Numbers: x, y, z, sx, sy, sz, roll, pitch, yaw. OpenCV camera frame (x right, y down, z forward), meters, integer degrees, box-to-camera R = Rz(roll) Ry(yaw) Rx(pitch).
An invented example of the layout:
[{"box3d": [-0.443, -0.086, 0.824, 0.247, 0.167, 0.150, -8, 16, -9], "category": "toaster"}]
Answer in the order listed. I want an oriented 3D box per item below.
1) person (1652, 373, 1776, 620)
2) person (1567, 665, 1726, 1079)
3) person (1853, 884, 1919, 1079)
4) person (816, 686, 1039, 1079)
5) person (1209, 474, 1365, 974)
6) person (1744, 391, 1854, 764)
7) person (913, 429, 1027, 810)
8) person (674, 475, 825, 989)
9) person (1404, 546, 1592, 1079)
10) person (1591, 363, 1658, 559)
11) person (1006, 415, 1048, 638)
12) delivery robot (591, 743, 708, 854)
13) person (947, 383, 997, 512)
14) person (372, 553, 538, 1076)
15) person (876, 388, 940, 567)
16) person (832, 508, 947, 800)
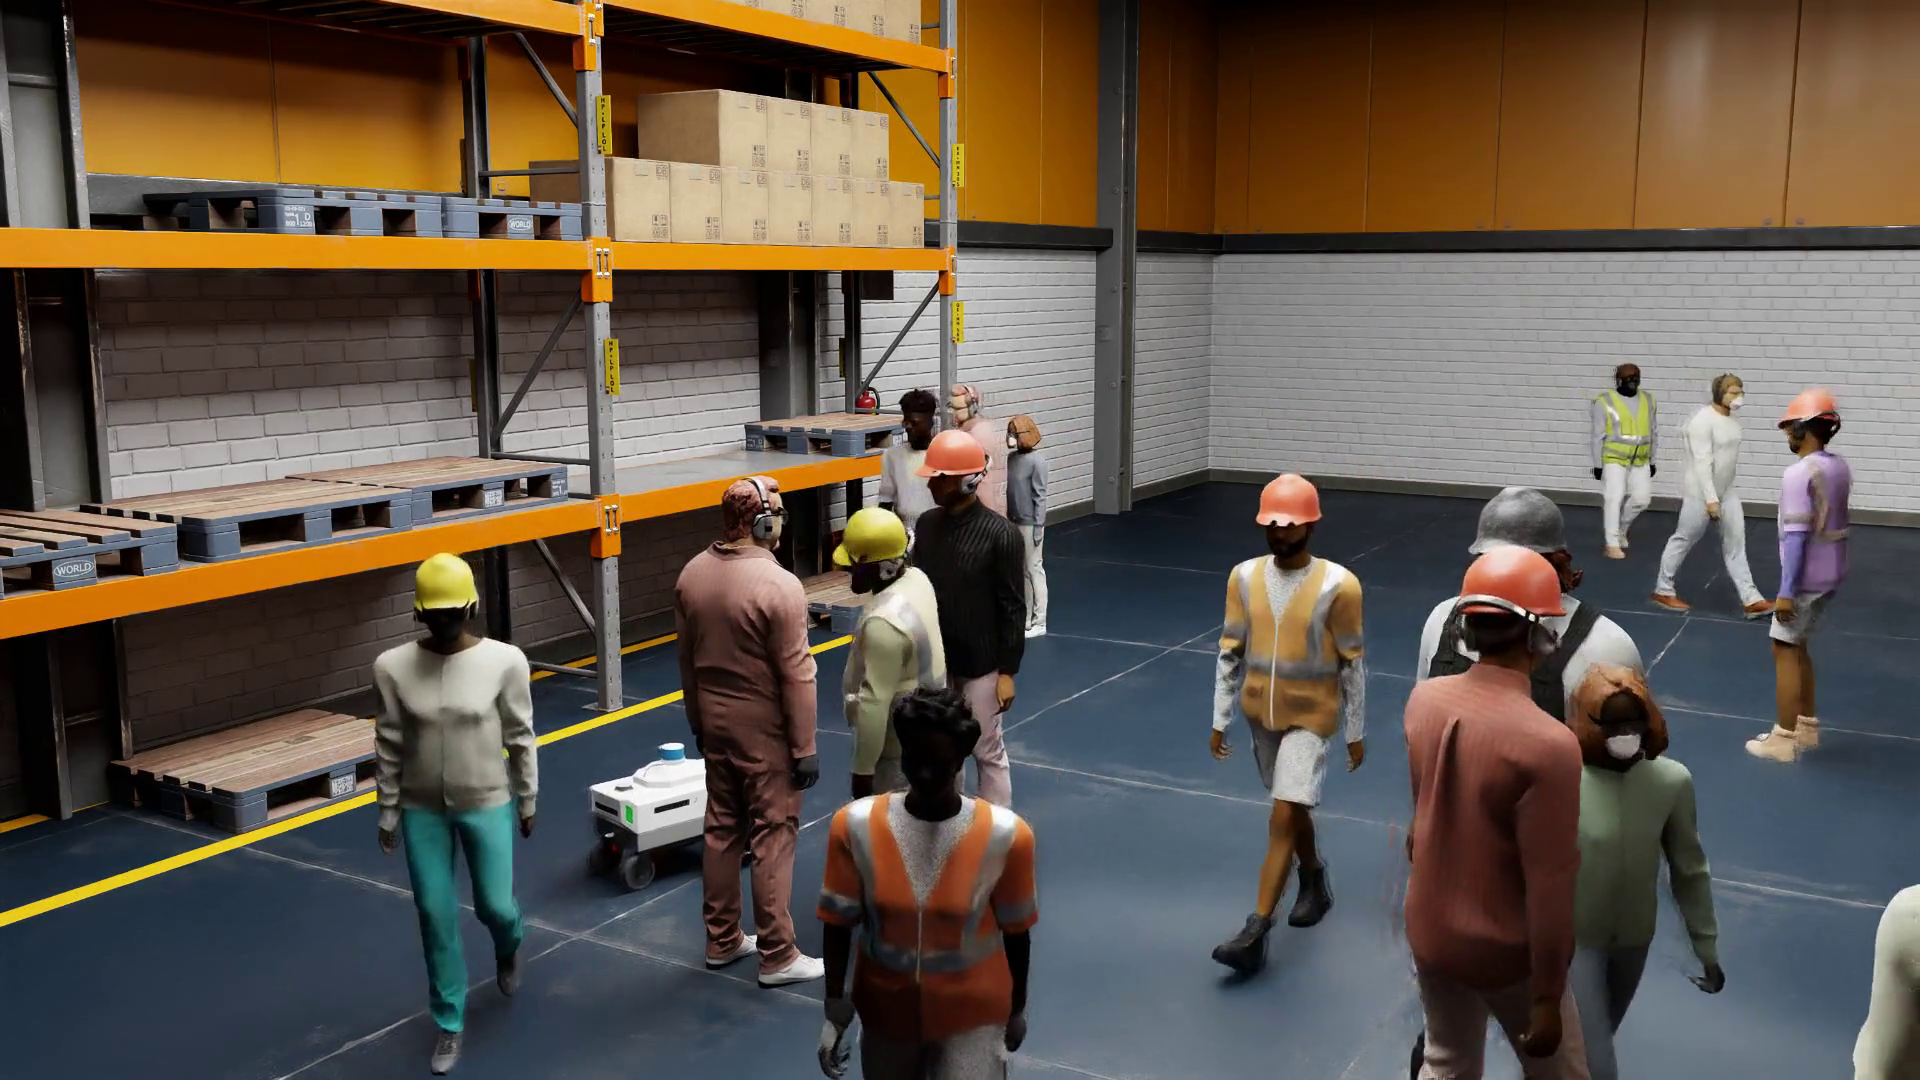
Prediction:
[{"box3d": [5.821, -0.330, 12.765, 0.632, 1.884, 1.033, -6, 11, -33], "category": "person"}, {"box3d": [1.808, 1.130, 4.559, 0.552, 1.589, 0.817, -2, 9, -12], "category": "person"}, {"box3d": [1.842, 1.228, 2.814, 0.663, 1.967, 0.740, 6, 11, 31], "category": "person"}, {"box3d": [-0.071, 1.151, 4.206, 0.534, 1.665, 0.819, 2, 9, 10], "category": "person"}, {"box3d": [1.248, 0.679, 6.457, 0.564, 1.884, 1.017, 7, 11, 37], "category": "person"}, {"box3d": [4.586, 0.209, 9.085, 0.618, 2.009, 0.444, -7, 12, -39], "category": "person"}, {"box3d": [0.003, 0.515, 7.155, 0.616, 1.990, 0.393, 9, 13, 43], "category": "person"}, {"box3d": [-0.755, 0.708, 6.219, 0.652, 1.906, 0.407, 8, 12, 40], "category": "person"}, {"box3d": [1.368, 0.996, 4.188, 0.570, 1.971, 0.641, -4, 10, -23], "category": "person"}, {"box3d": [6.177, -0.738, 15.502, 0.646, 1.825, 0.469, -1, 9, -7], "category": "person"}, {"box3d": [0.475, -0.104, 12.169, 0.278, 1.628, 0.500, -4, 10, -25], "category": "person"}, {"box3d": [-1.271, 1.147, 7.391, 0.707, 0.478, 0.477, -9, 13, -43], "category": "delivery robot"}, {"box3d": [0.009, -0.146, 11.600, 0.720, 1.880, 0.687, 0, 9, 0], "category": "person"}, {"box3d": [-1.699, 0.879, 5.657, 0.523, 1.745, 0.546, -1, 9, -7], "category": "person"}, {"box3d": [-0.252, 0.043, 10.263, 0.613, 1.944, 0.667, 6, 11, 33], "category": "person"}, {"box3d": [-0.262, 0.742, 6.423, 0.417, 1.782, 0.657, 1, 9, 6], "category": "person"}]
